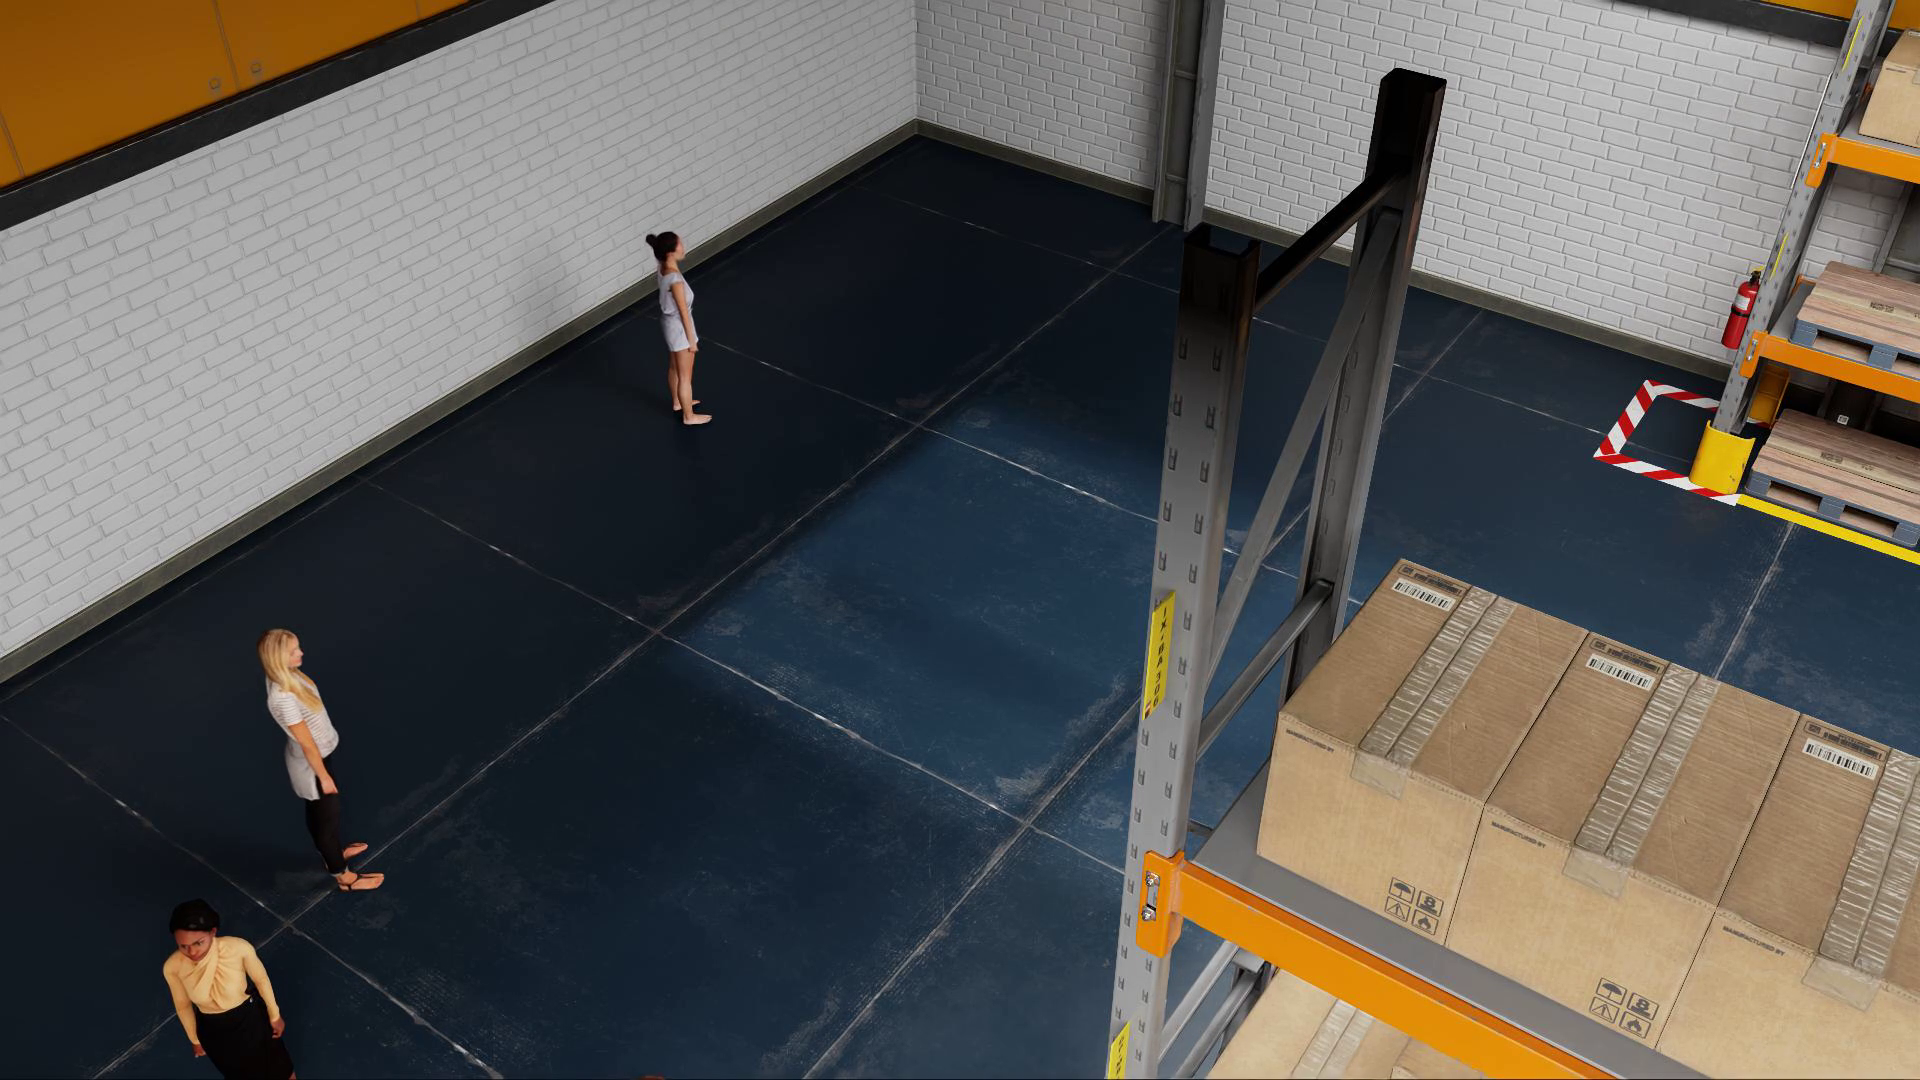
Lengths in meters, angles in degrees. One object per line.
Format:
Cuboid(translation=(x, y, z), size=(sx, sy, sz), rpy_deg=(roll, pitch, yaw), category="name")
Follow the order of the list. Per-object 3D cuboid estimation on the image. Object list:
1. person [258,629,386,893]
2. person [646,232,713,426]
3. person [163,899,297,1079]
Cuboid(translation=(-3.548, 1.206, 9.062), size=(0.740, 1.824, 0.605), rpy_deg=(-21, 43, -24), category="person")
Cuboid(translation=(-2.172, -1.643, 12.798), size=(0.713, 1.614, 0.607), rpy_deg=(-18, 42, -21), category="person")
Cuboid(translation=(-3.412, 2.285, 7.848), size=(0.659, 1.653, 0.692), rpy_deg=(-13, 40, -16), category="person")
